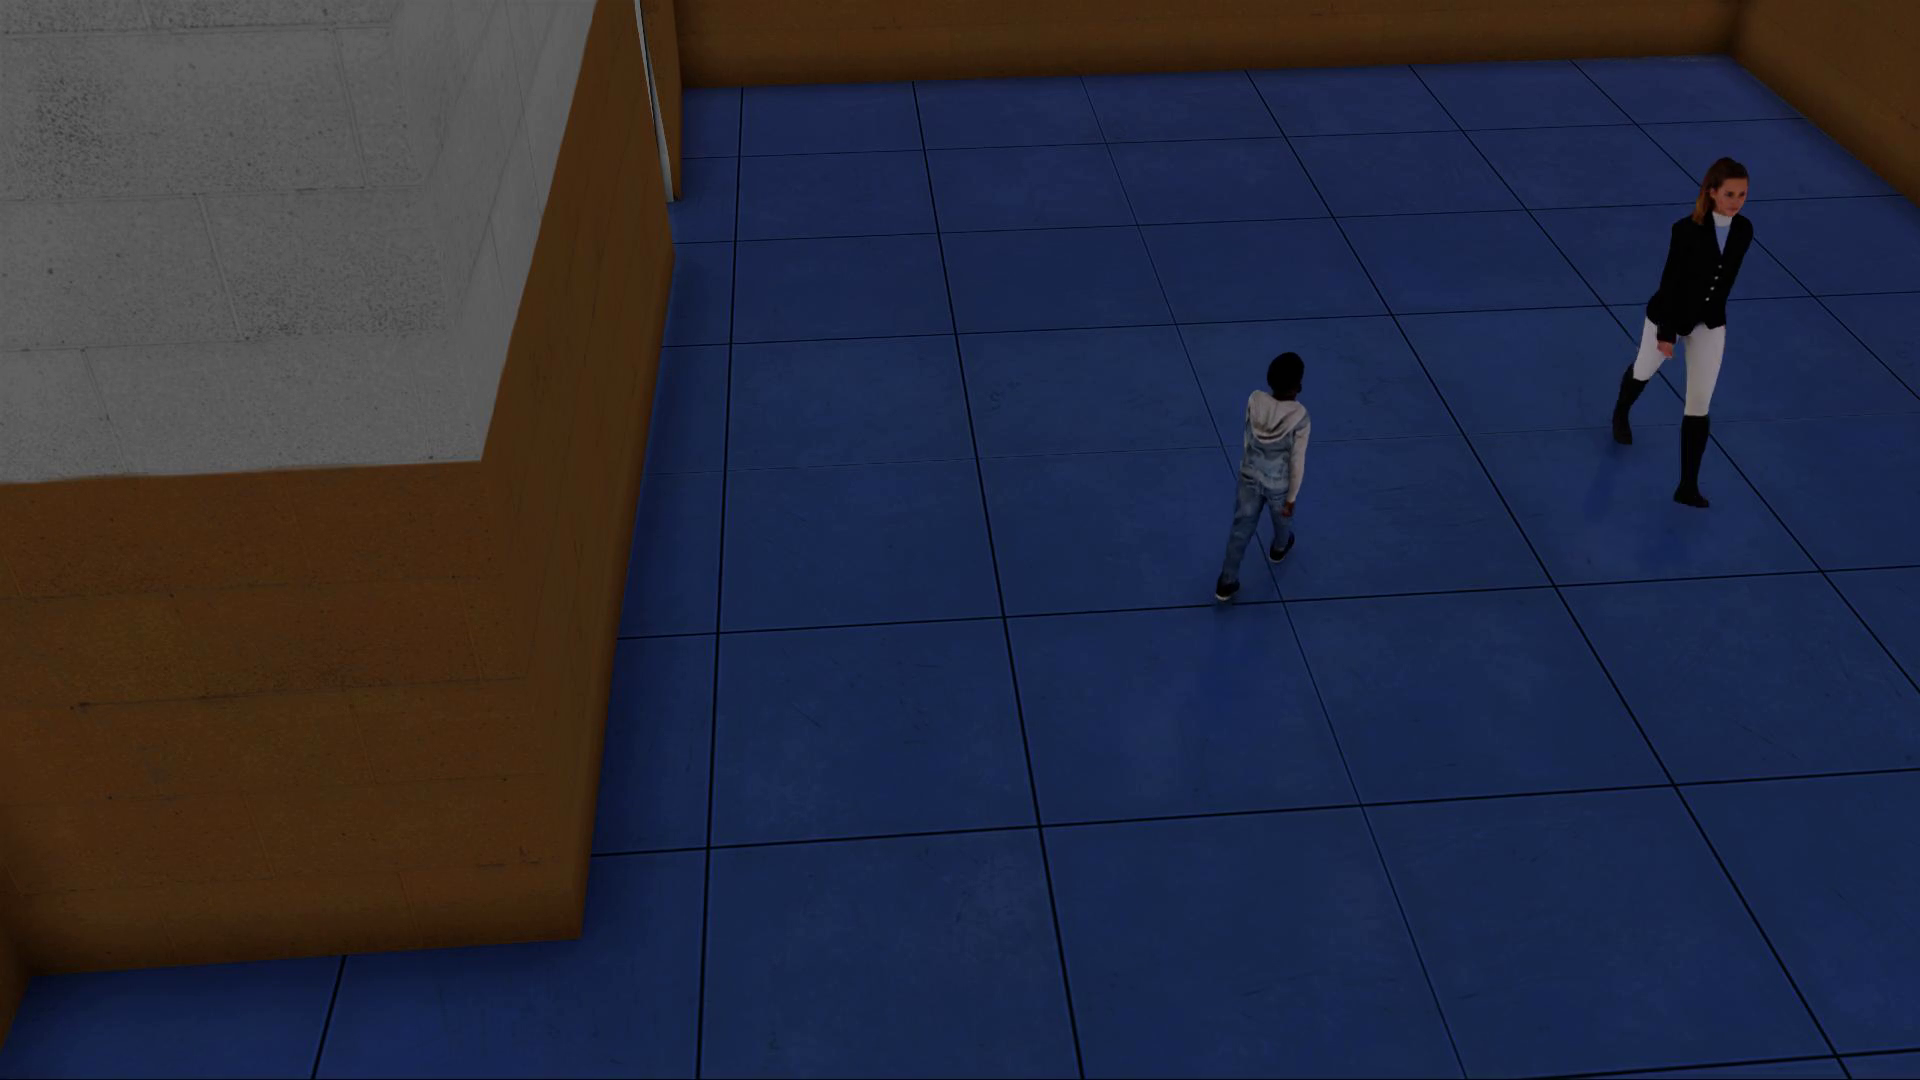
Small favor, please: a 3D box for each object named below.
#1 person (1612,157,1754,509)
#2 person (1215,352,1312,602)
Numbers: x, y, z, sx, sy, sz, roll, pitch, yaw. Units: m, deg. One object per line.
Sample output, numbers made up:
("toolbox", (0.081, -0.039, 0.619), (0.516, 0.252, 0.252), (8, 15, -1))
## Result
("person", (3.565, -1.081, 8.314), (1.147, 1.668, 0.669), (-1, 37, -1))
("person", (1.374, -0.266, 7.602), (0.884, 1.236, 0.864), (20, 41, 24))
